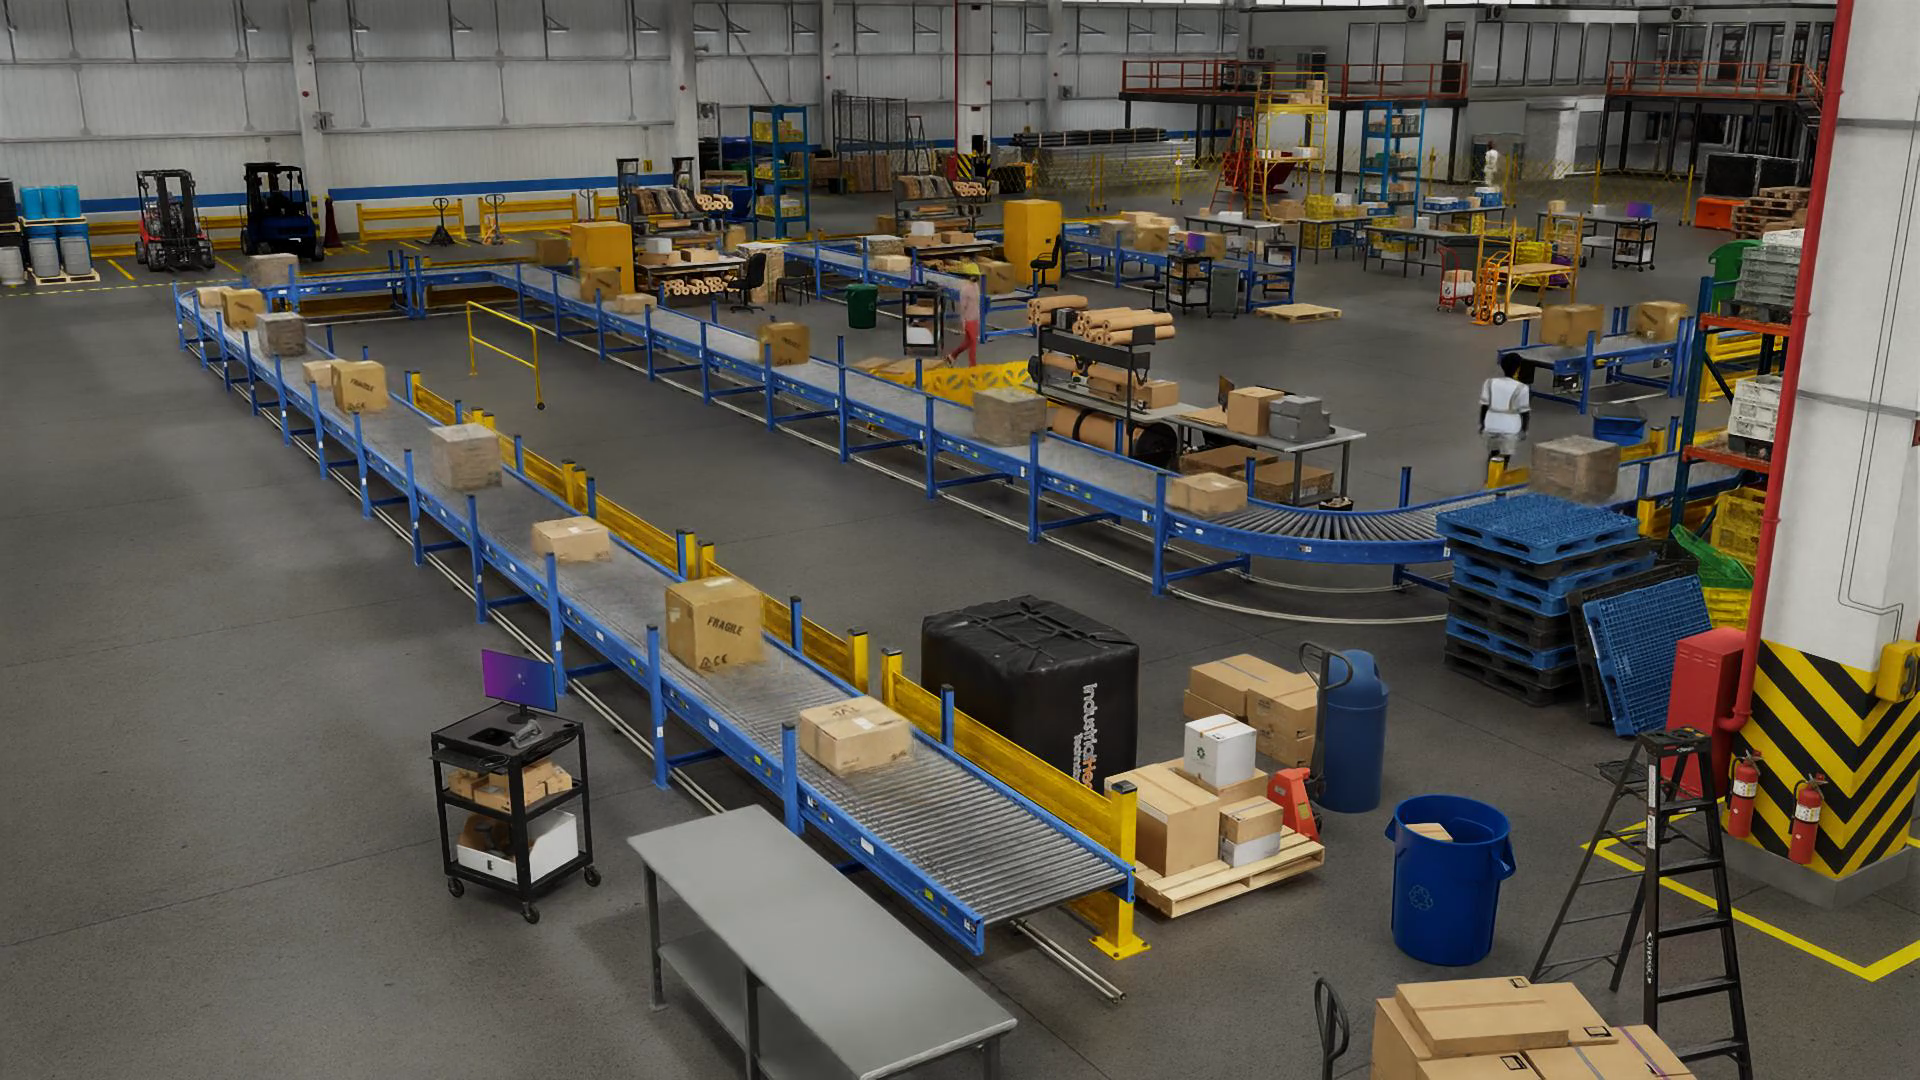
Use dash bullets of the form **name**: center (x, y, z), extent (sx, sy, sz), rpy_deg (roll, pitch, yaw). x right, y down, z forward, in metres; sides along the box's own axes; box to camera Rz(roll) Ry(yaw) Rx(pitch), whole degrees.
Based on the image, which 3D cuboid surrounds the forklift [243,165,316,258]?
- **forklift**: center (-15.898, -7.669, 38.708), extent (1.157, 1.987, 2.680), rpy_deg (-11, 20, -33)

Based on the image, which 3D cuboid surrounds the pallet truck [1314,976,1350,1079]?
- **pallet truck**: center (2.299, 2.390, 7.086), extent (1.601, 1.201, 0.680), rpy_deg (-2, 17, -7)

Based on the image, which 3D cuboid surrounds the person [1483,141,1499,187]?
- **person**: center (17.119, -11.904, 53.569), extent (0.576, 1.867, 0.636), rpy_deg (-11, 20, -33)

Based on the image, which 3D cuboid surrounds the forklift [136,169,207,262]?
- **forklift**: center (-17.842, -7.318, 37.559), extent (1.157, 1.987, 2.680), rpy_deg (-10, 20, -31)

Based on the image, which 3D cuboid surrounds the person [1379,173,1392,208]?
- **person**: center (10.865, -8.608, 42.322), extent (0.761, 2.025, 0.626), rpy_deg (-1, 17, -2)

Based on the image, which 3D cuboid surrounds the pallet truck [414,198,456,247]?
- **pallet truck**: center (-13.250, -8.060, 41.856), extent (0.680, 1.201, 1.601), rpy_deg (-10, 20, -31)

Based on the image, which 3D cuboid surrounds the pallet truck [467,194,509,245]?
- **pallet truck**: center (-11.983, -8.177, 42.137), extent (0.704, 1.261, 1.522), rpy_deg (-11, 20, -33)

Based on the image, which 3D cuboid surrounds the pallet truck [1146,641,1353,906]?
- **pallet truck**: center (1.664, 1.407, 10.232), extent (1.630, 1.274, 0.653), rpy_deg (-10, 20, -31)

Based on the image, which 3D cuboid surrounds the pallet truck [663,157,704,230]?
- **pallet truck**: center (-7.586, -9.308, 44.692), extent (0.823, 1.965, 1.885), rpy_deg (-11, 20, -33)

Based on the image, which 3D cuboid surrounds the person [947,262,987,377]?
- **person**: center (0.097, -3.369, 25.365), extent (0.679, 1.750, 0.530), rpy_deg (9, 19, 27)

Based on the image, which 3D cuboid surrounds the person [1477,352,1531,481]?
- **person**: center (6.042, -1.245, 18.388), extent (0.558, 1.678, 0.524), rpy_deg (15, 22, 40)

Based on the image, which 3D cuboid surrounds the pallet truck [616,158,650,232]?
- **pallet truck**: center (-8.918, -9.176, 44.255), extent (0.823, 1.965, 1.885), rpy_deg (-9, 19, -27)

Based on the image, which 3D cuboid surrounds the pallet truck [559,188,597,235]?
- **pallet truck**: center (-10.010, -8.652, 43.699), extent (0.653, 1.274, 1.630), rpy_deg (-10, 20, -31)
